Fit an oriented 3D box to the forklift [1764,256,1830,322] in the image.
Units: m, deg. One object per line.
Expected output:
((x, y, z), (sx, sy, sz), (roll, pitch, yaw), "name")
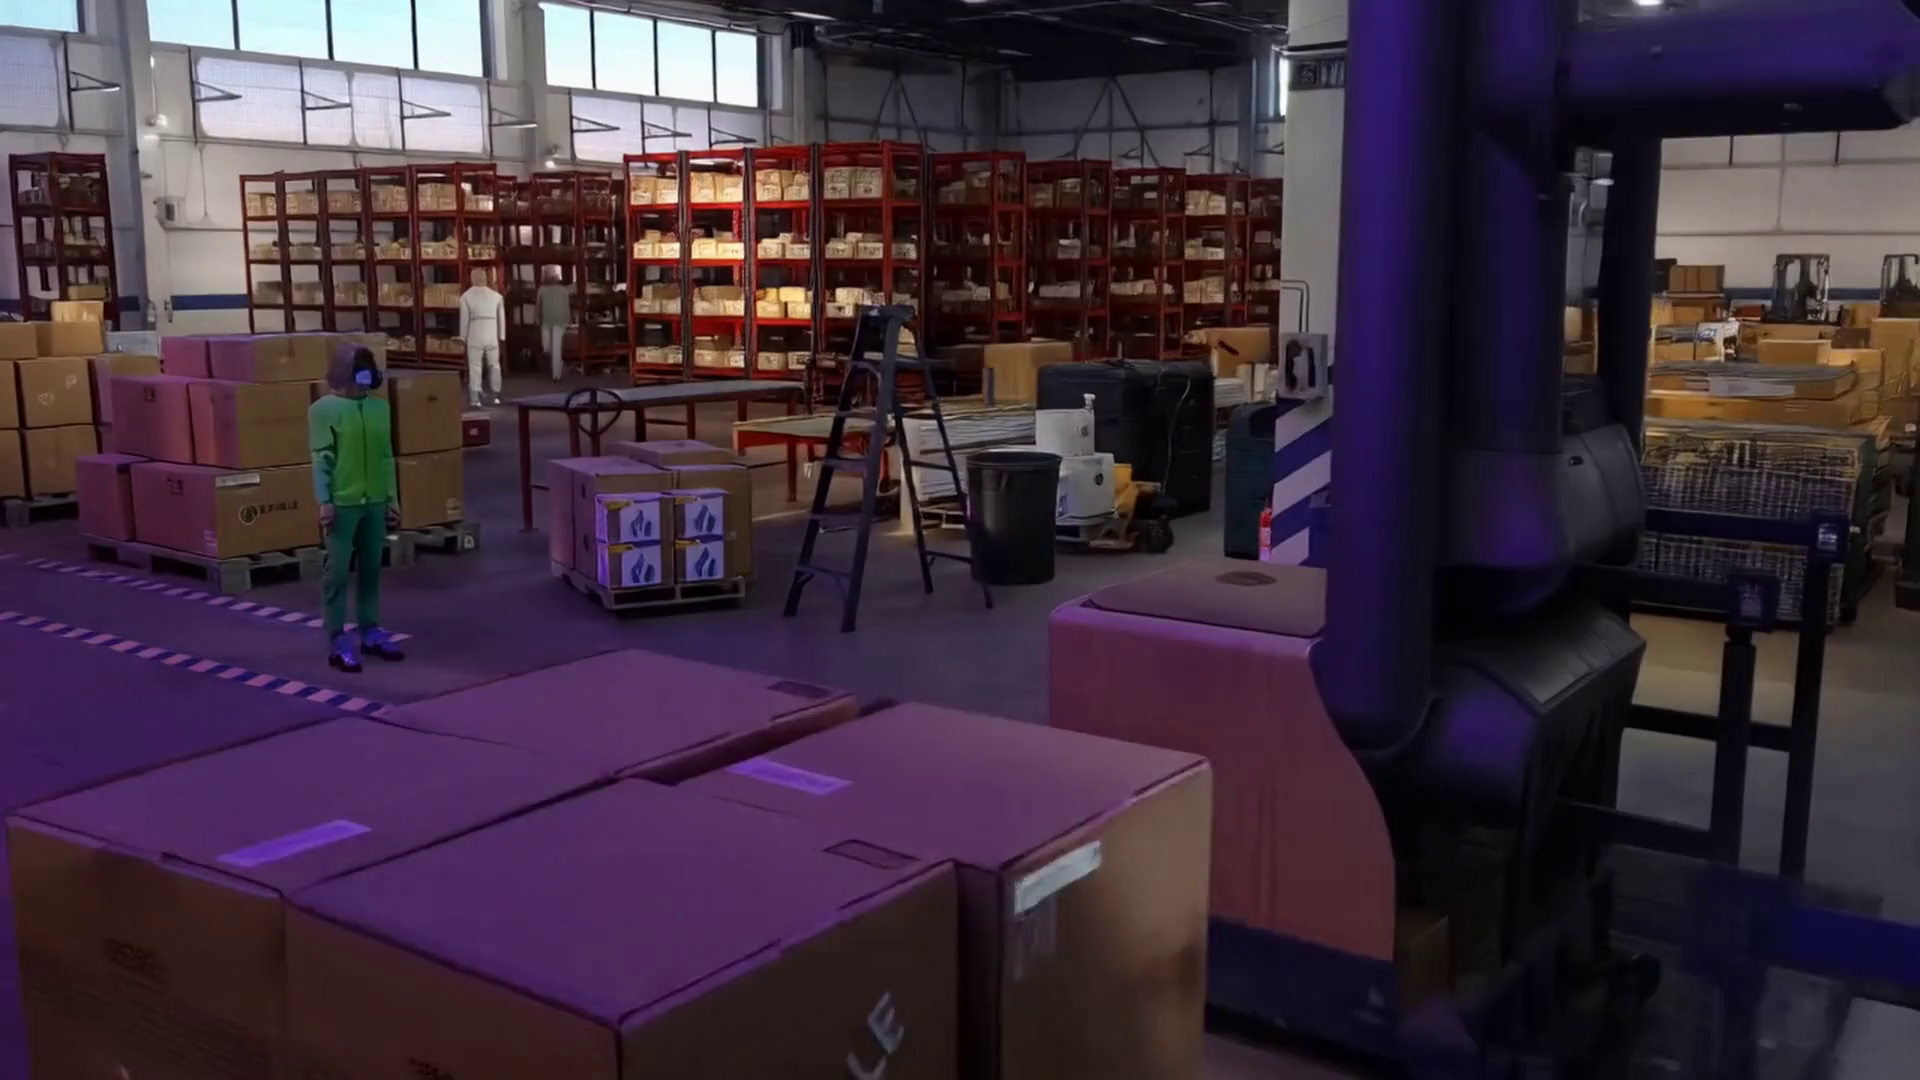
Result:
((20.253, -5.854, 40.139), (1.157, 1.987, 2.680), (7, 12, 35), "forklift")

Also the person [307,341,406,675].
((-2.982, -0.166, 8.237), (0.280, 1.634, 0.498), (5, 11, 26), "person")

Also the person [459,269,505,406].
((-6.701, -2.818, 23.269), (0.663, 1.915, 0.407), (-7, 12, -36), "person")

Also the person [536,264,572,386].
((-6.589, -3.513, 27.150), (0.619, 1.976, 0.761), (3, 10, 18), "person")

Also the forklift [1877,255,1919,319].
((22.089, -5.634, 38.796), (1.157, 1.987, 2.680), (6, 11, 33), "forklift")

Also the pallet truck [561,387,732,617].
((-1.981, -0.274, 10.088), (0.680, 1.201, 1.601), (-5, 11, -28), "pallet truck")

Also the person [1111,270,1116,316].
((3.655, -5.391, 38.727), (0.570, 1.843, 0.372), (3, 10, 18), "person")

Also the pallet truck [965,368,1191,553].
((0.845, -0.609, 11.869), (1.630, 1.274, 0.653), (7, 12, 35), "pallet truck")

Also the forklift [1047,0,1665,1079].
((1.249, -0.137, 4.360), (1.873, 2.768, 1.129), (7, 12, 35), "forklift")
